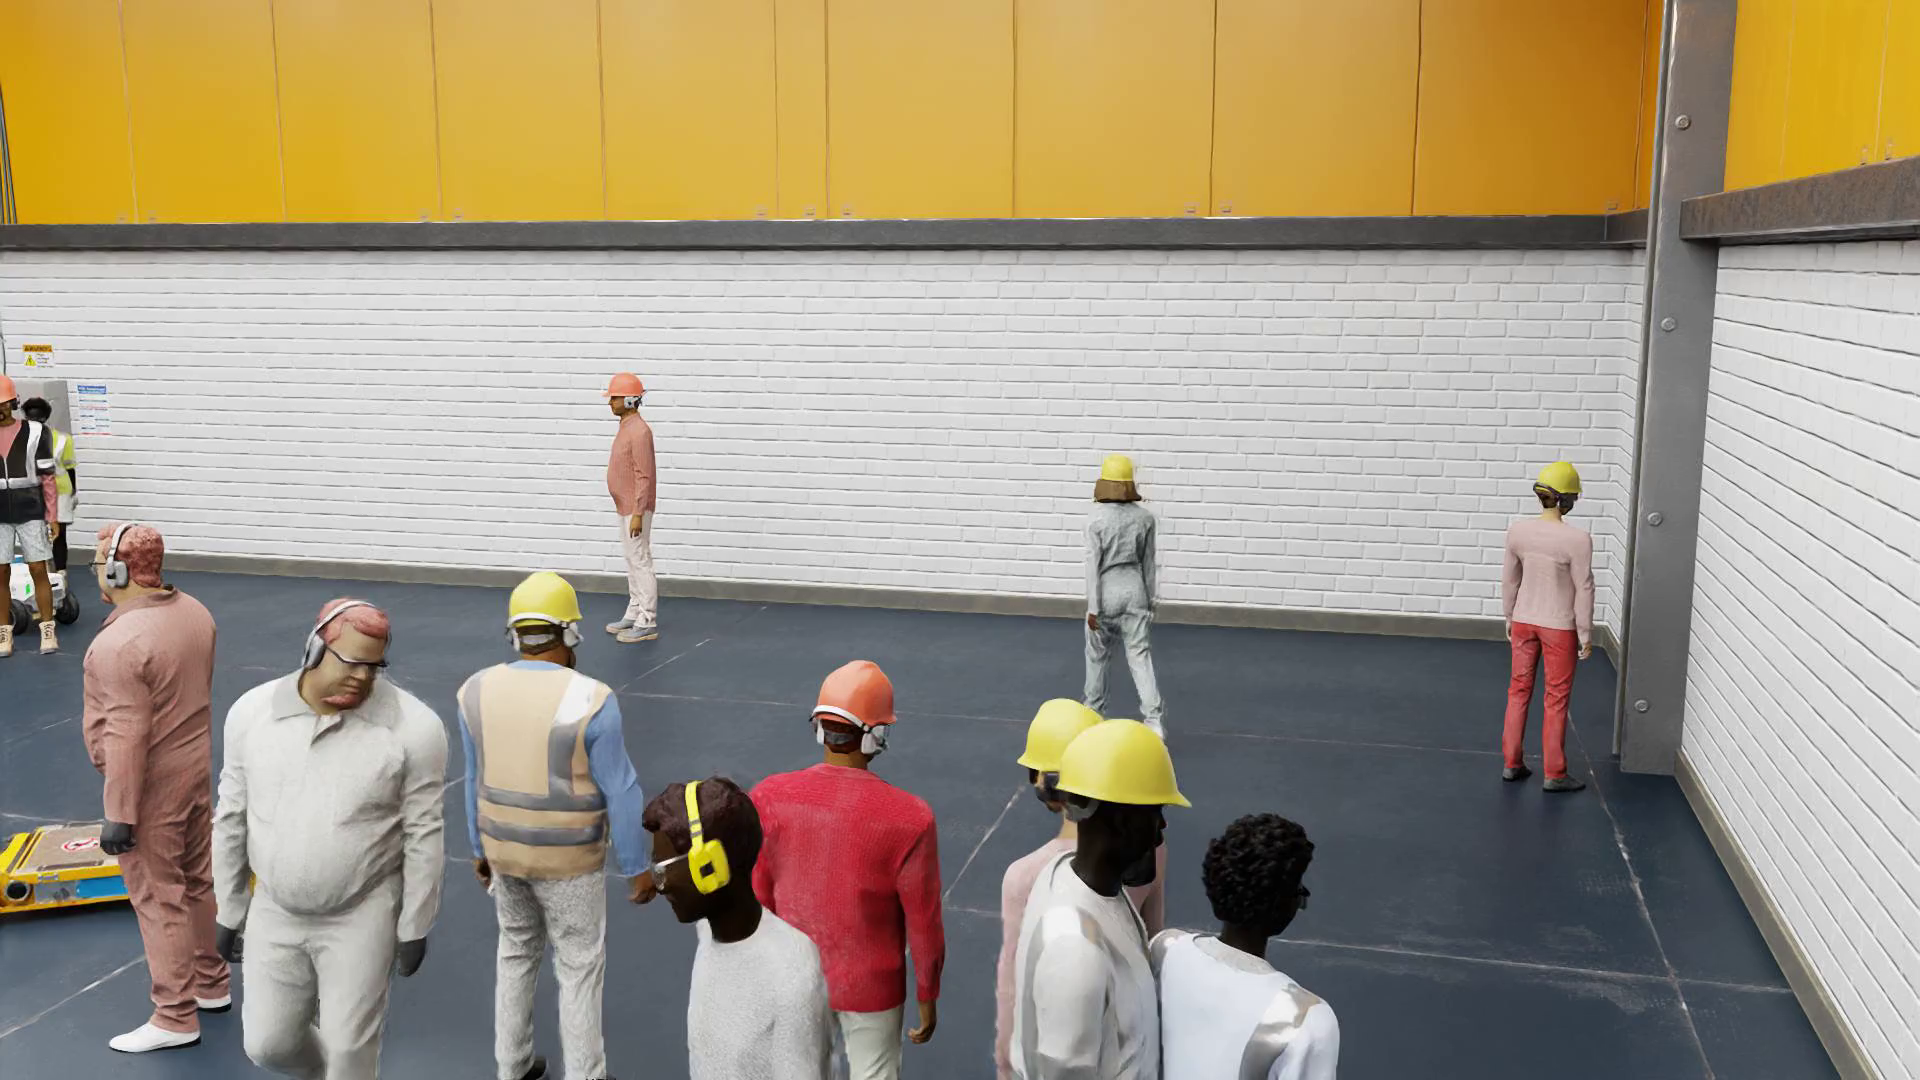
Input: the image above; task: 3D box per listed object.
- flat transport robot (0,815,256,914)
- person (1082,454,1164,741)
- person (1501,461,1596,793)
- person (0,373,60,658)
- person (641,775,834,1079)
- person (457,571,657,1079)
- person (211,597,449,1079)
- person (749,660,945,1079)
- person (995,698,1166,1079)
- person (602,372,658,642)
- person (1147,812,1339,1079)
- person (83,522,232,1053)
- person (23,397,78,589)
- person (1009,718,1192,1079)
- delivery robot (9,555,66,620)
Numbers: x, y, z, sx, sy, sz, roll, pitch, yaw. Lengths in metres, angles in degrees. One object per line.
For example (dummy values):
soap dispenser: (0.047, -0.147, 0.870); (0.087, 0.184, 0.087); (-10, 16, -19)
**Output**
flat transport robot: (-3.705, 1.439, 7.505); (1.431, 0.197, 0.652); (-3, 10, -18)
person: (0.959, 0.351, 9.706); (0.495, 1.705, 0.870); (-4, 10, -21)
person: (3.139, 0.458, 8.875); (0.304, 1.770, 0.533); (-7, 12, -36)
person: (-6.740, -0.173, 11.825); (0.604, 2.037, 0.394); (-4, 10, -23)
person: (-0.395, 1.377, 3.380); (0.990, 1.796, 0.615); (-8, 12, -38)
person: (-1.316, 1.013, 5.456); (0.683, 1.819, 0.420); (4, 10, 20)
person: (-1.836, 1.076, 4.919); (0.675, 1.877, 0.541); (0, 10, 0)
person: (-0.309, 1.192, 4.644); (0.575, 1.739, 0.350); (3, 10, 17)
person: (0.293, 1.262, 4.181); (0.529, 1.761, 0.342); (-7, 12, -35)
person: (-2.442, -0.246, 12.358); (0.377, 1.995, 0.608); (-4, 10, -22)
person: (0.581, 1.404, 3.553); (0.320, 1.687, 0.539); (-8, 13, -40)
person: (-2.917, 0.879, 5.993); (0.403, 1.906, 0.651); (0, 10, 1)
person: (-7.844, -0.409, 14.262); (0.534, 1.671, 0.685); (-4, 11, -25)
person: (0.222, 1.302, 3.602); (0.942, 1.883, 0.584); (1, 10, 7)
delivery robot: (-7.228, 0.357, 12.764); (0.707, 0.478, 0.477); (5, 11, 27)
